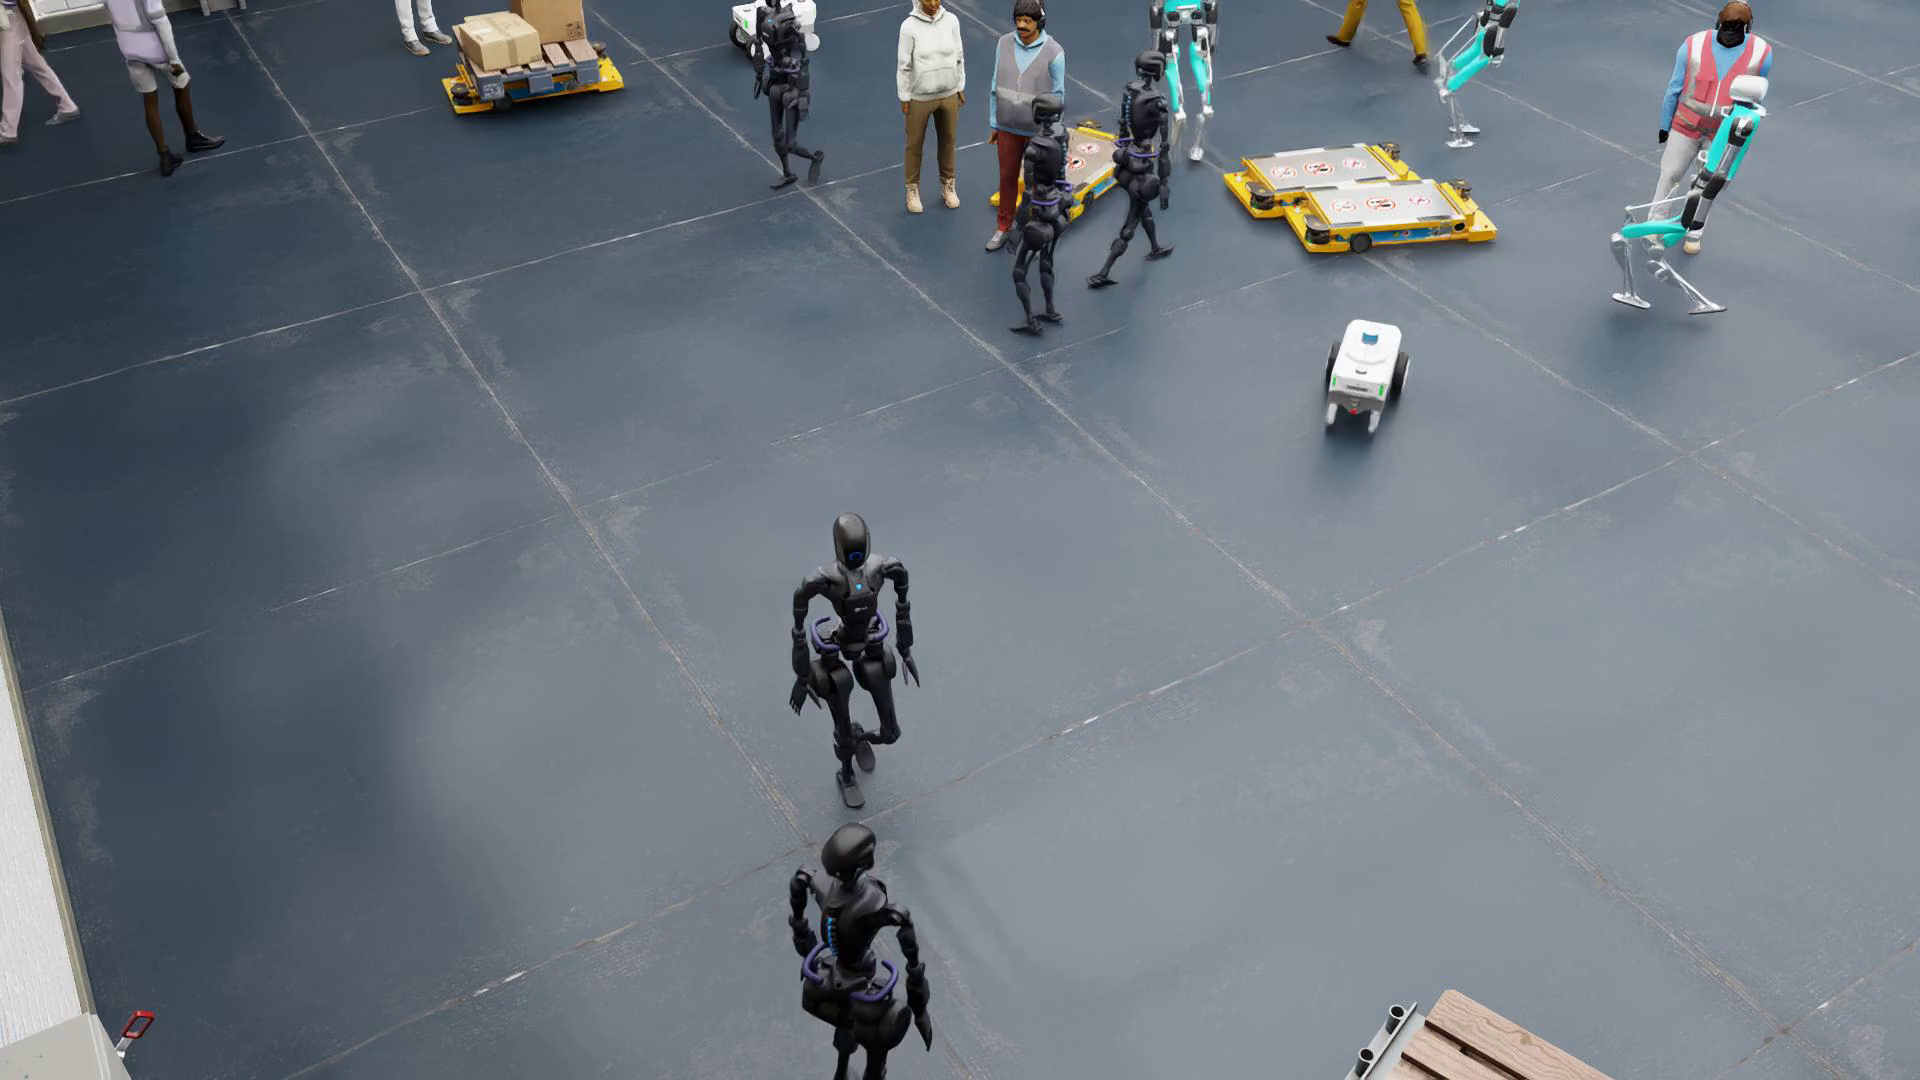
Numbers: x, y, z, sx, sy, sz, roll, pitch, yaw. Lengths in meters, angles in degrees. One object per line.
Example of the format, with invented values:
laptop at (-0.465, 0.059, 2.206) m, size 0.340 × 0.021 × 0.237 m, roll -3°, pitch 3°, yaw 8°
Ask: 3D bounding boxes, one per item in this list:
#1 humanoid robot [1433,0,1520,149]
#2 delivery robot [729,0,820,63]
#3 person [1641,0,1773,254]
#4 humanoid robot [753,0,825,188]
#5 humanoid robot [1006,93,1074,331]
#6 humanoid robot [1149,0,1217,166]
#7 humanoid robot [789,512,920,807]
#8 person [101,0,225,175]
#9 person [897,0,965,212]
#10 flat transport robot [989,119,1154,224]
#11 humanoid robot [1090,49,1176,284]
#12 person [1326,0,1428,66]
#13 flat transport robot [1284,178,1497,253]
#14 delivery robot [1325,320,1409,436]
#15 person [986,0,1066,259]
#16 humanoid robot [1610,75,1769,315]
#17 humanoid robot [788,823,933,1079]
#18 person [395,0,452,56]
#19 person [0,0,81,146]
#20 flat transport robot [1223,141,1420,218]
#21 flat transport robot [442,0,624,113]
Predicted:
humanoid robot at (4.031, -3.967, 13.078) m, size 0.676 × 1.753 × 0.543 m, roll 2°, pitch 38°, yaw 2°
delivery robot at (-1.654, -4.642, 14.911) m, size 0.772 × 0.586 × 0.499 m, roll -17°, pitch 41°, yaw -20°
person at (5.235, -2.893, 11.689) m, size 0.628 × 1.836 × 0.431 m, roll 14°, pitch 40°, yaw 17°
humanoid robot at (-1.284, -3.450, 12.505) m, size 0.604 × 1.644 × 0.434 m, roll 30°, pitch 47°, yaw 32°
humanoid robot at (0.519, -2.140, 10.851) m, size 0.378 × 1.649 × 0.591 m, roll 20°, pitch 43°, yaw 23°
humanoid robot at (1.751, -3.689, 12.834) m, size 0.540 × 1.856 × 0.781 m, roll -5°, pitch 39°, yaw -7°
humanoid robot at (-0.495, 0.521, 7.498) m, size 0.608 × 1.639 × 0.383 m, roll -14°, pitch 41°, yaw -17°
person at (-6.213, -3.790, 12.754) m, size 0.600 × 1.906 × 0.651 m, roll 6°, pitch 39°, yaw 8°
person at (-0.223, -3.277, 12.228) m, size 0.515 × 1.759 × 0.370 m, roll -13°, pitch 40°, yaw -15°
flat transport robot at (0.883, -2.861, 12.902) m, size 0.659 × 0.231 × 1.431 m, roll 22°, pitch 43°, yaw 26°
humanoid robot at (1.240, -2.567, 11.442) m, size 0.816 × 1.621 × 0.596 m, roll -18°, pitch 42°, yaw -21°
person at (3.751, -5.005, 14.468) m, size 0.546 × 1.689 × 1.016 m, roll -20°, pitch 43°, yaw -24°
flat transport robot at (3.177, -2.401, 12.321) m, size 1.431 × 0.231 × 0.659 m, roll -5°, pitch 39°, yaw -7°
delivery robot at (2.535, -1.069, 10.415) m, size 0.499 × 0.601 × 0.775 m, roll 13°, pitch 40°, yaw 15°
person at (0.465, -2.896, 11.650) m, size 0.531 × 1.880 × 0.410 m, roll 13°, pitch 40°, yaw 16°
humanoid robot at (4.722, -2.218, 10.907) m, size 0.968 × 1.739 × 0.554 m, roll 15°, pitch 41°, yaw 18°
humanoid robot at (-0.371, 1.644, 6.084) m, size 0.585 × 1.644 × 0.369 m, roll 18°, pitch 42°, yaw 21°
person at (-4.860, -5.243, 14.610) m, size 0.357 × 1.882 × 0.571 m, roll 20°, pitch 43°, yaw 23°
person at (-7.638, -4.045, 13.162) m, size 0.578 × 1.799 × 0.921 m, roll 28°, pitch 46°, yaw 31°
flat transport robot at (2.815, -2.769, 12.785) m, size 1.431 × 0.231 × 0.659 m, roll -9°, pitch 39°, yaw -11°
flat transport robot at (-3.683, -3.976, 14.308) m, size 1.431 × 0.231 × 0.659 m, roll -15°, pitch 41°, yaw -18°
